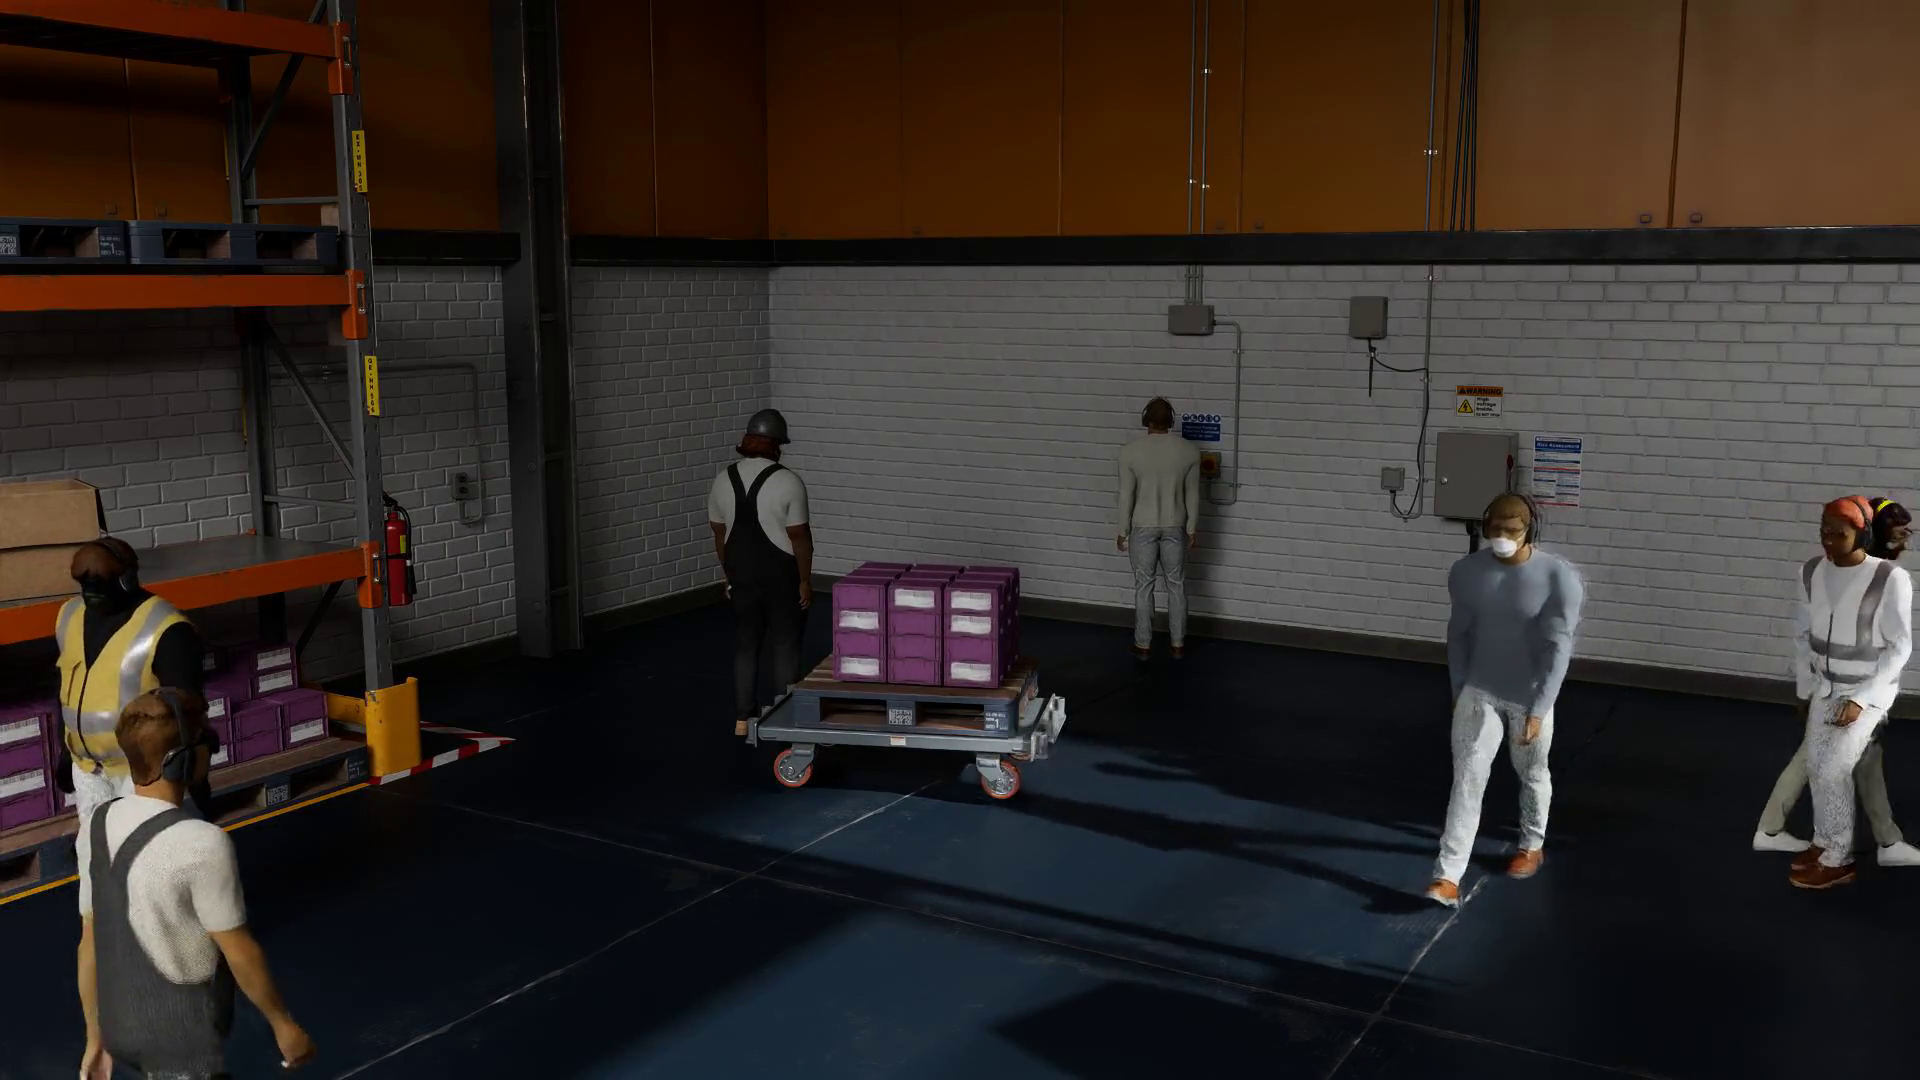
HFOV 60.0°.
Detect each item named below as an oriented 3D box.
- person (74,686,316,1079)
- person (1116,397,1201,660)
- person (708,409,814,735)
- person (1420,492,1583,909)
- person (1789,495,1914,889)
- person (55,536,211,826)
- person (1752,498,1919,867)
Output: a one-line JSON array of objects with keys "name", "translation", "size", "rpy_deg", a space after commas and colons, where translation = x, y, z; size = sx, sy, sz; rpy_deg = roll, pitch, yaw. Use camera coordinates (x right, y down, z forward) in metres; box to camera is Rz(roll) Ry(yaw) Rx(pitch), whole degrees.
[{"name": "person", "translation": [-1.994, 1.261, 4.335], "size": [0.516, 1.789, 1.005], "rpy_deg": [6, 11, 31]}, {"name": "person", "translation": [1.446, -0.078, 12.224], "size": [0.628, 1.939, 0.375], "rpy_deg": [-1, 9, -7]}, {"name": "person", "translation": [-1.155, 0.199, 10.178], "size": [0.678, 2.000, 0.537], "rpy_deg": [5, 10, 26]}, {"name": "person", "translation": [2.467, 0.712, 7.521], "size": [0.617, 1.880, 1.070], "rpy_deg": [7, 11, 36]}, {"name": "person", "translation": [4.064, 0.711, 7.621], "size": [0.582, 1.844, 0.612], "rpy_deg": [-3, 10, -19]}, {"name": "person", "translation": [-3.328, 0.871, 6.692], "size": [0.781, 1.820, 0.531], "rpy_deg": [3, 10, 19]}, {"name": "person", "translation": [4.259, 0.682, 7.896], "size": [0.835, 1.805, 0.581], "rpy_deg": [6, 11, 35]}]
